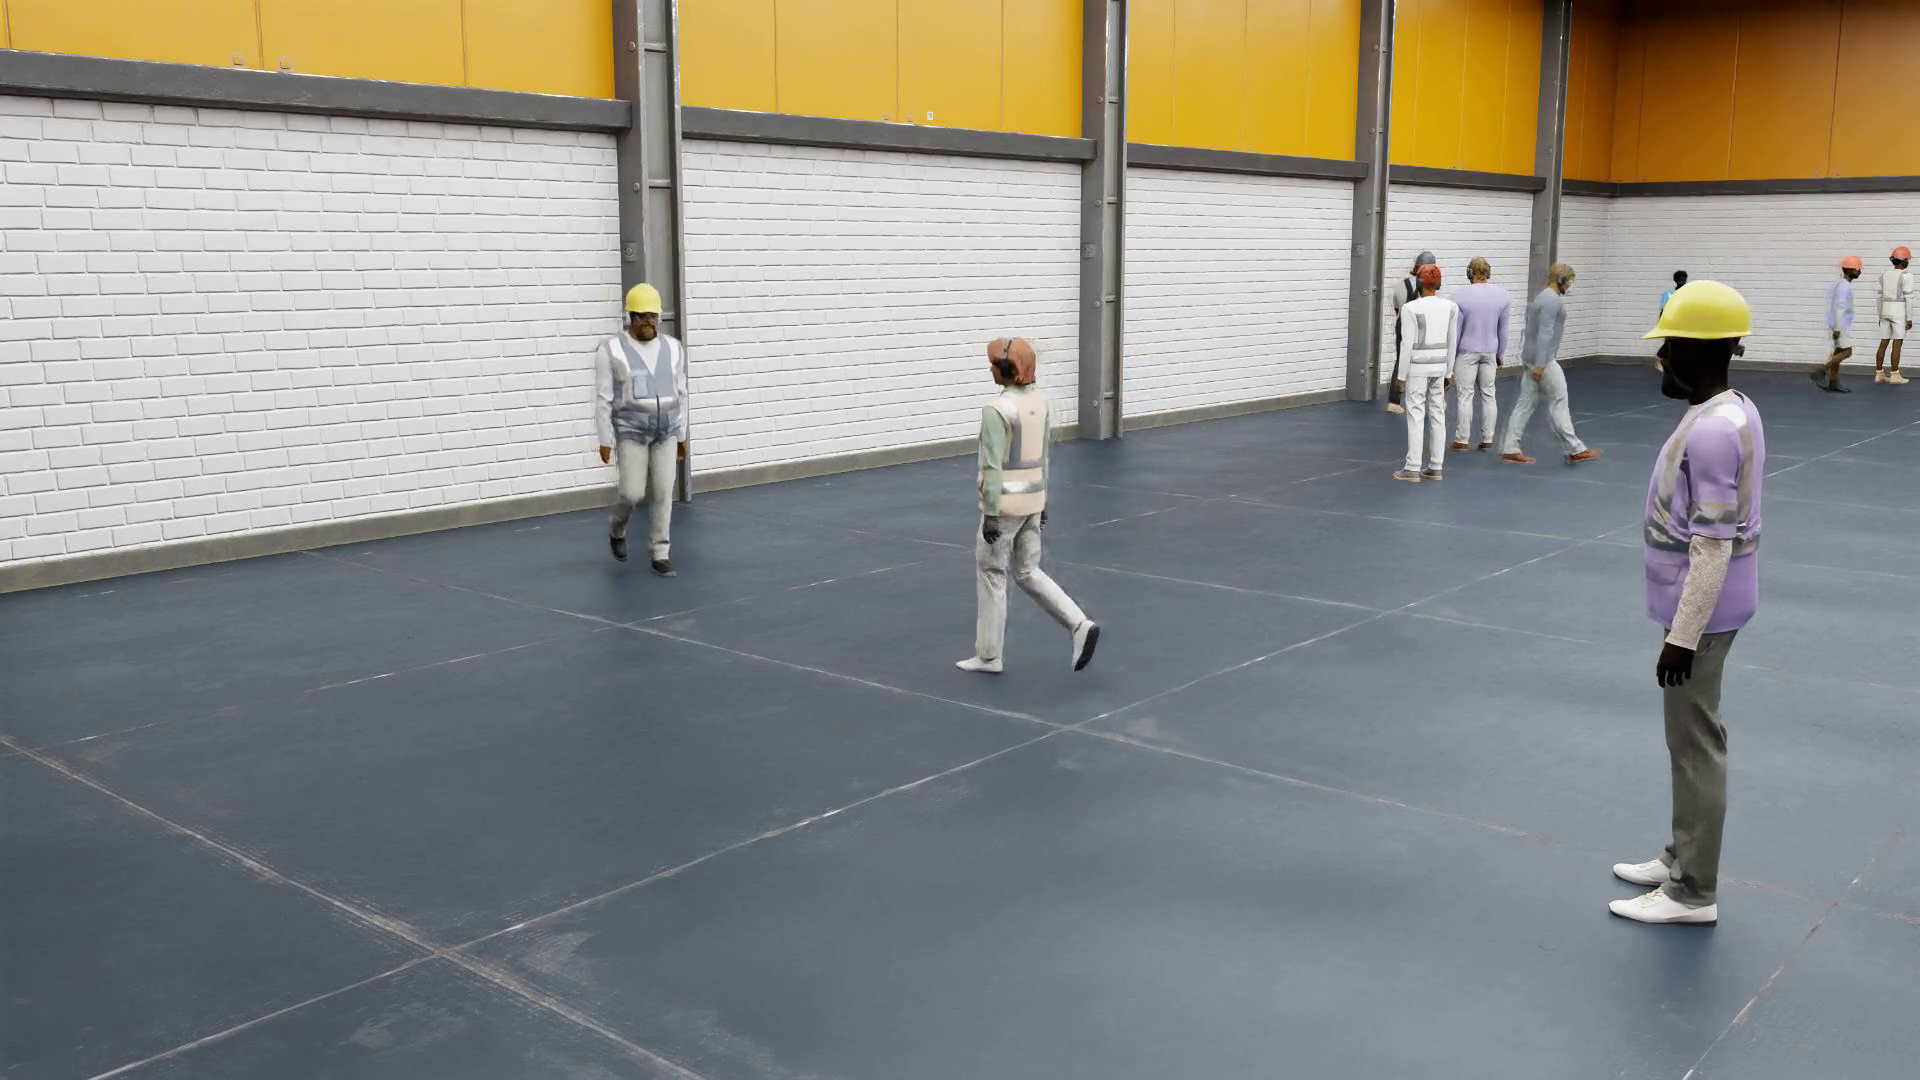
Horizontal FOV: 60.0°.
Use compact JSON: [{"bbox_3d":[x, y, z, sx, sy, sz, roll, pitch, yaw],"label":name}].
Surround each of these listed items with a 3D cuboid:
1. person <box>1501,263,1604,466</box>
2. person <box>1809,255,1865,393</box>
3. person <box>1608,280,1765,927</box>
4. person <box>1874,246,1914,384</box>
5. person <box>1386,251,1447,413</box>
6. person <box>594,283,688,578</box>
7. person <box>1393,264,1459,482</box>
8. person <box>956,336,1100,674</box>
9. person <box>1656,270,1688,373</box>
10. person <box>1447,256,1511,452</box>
[{"bbox_3d":[5.544,-1.614,15.449,0.982,1.875,0.699,2,10,10],"label":"person"},{"bbox_3d":[12.293,-2.999,23.211,0.495,1.924,0.557,5,11,25],"label":"person"},{"bbox_3d":[2.184,0.197,4.982,0.369,1.928,0.585,5,11,25],"label":"person"},{"bbox_3d":[13.979,-3.351,24.843,0.370,2.048,0.607,-3,10,-18],"label":"person"},{"bbox_3d":[5.638,-2.572,20.423,0.680,2.000,1.022,9,13,41],"label":"person"},{"bbox_3d":[-1.975,-0.681,10.313,0.592,1.815,0.543,-7,12,-33],"label":"person"},{"bbox_3d":[4.037,-1.443,14.450,0.584,1.881,0.349,-4,11,-23],"label":"person"},{"bbox_3d":[0.306,-0.140,7.784,0.643,1.619,0.521,6,12,32],"label":"person"},{"bbox_3d":[11.285,-3.409,26.227,0.537,1.683,0.409,-1,10,-7],"label":"person"},{"bbox_3d":[5.115,-1.830,16.499,0.631,1.939,0.372,-1,10,-7],"label":"person"}]
